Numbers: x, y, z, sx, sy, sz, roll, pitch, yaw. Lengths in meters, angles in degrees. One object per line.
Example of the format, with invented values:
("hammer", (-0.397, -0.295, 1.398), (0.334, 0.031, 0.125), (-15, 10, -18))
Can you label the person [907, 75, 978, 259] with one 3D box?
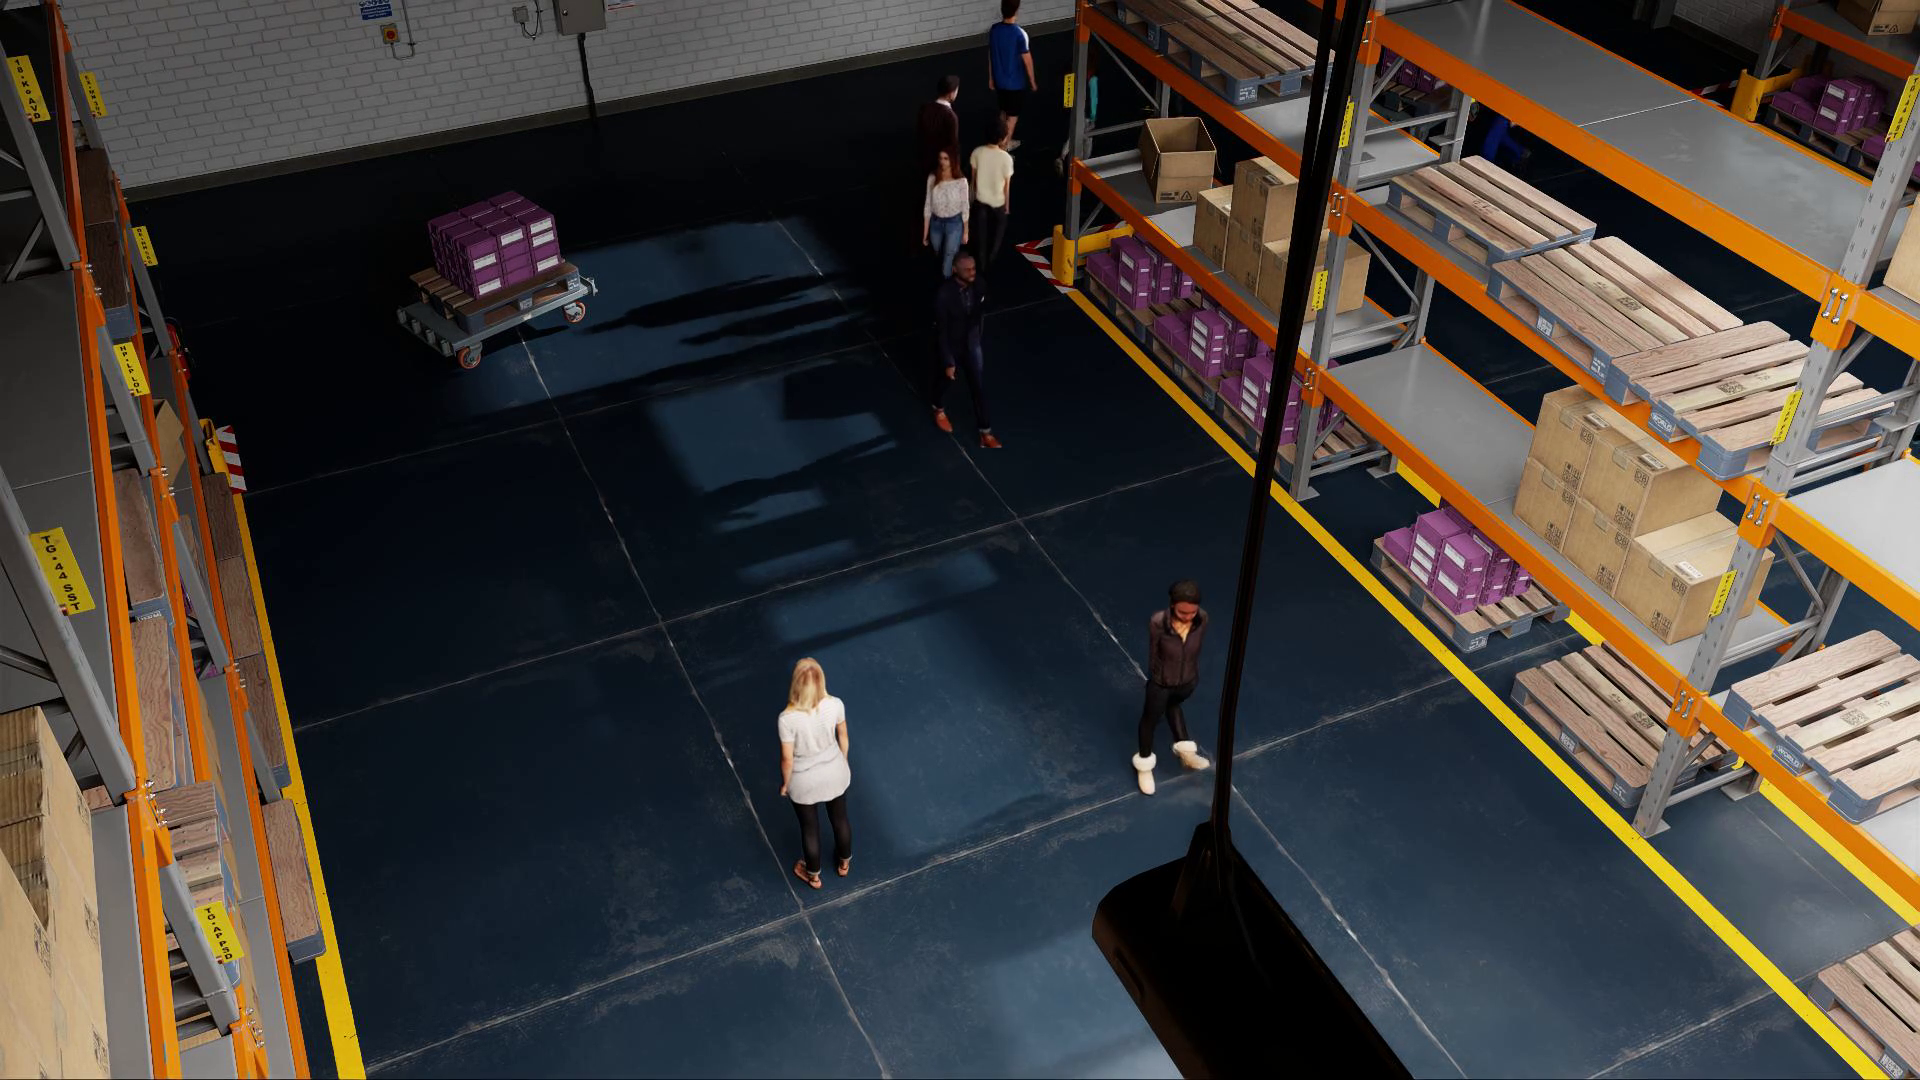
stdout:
("person", (-0.252, -3.619, 16.371), (1.239, 1.800, 1.165), (22, 44, 25))

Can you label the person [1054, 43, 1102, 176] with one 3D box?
("person", (1.266, -4.593, 17.843), (0.788, 1.486, 0.862), (-29, 47, -31))

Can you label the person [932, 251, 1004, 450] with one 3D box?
("person", (-0.066, -1.638, 13.914), (0.744, 1.773, 1.136), (-18, 42, -21))

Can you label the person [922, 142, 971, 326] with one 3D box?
("person", (-0.107, -2.963, 15.638), (1.079, 1.690, 1.146), (13, 40, 15))

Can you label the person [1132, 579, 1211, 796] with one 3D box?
("person", (1.399, 0.978, 10.729), (0.801, 1.659, 0.684), (-16, 41, -19))

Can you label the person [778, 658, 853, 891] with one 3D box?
("person", (-0.860, 1.419, 10.042), (0.601, 1.826, 0.517), (-17, 42, -20))

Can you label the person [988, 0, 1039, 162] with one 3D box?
("person", (0.496, -4.925, 17.972), (1.028, 1.843, 1.008), (22, 44, 25))

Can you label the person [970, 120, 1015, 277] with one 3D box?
("person", (0.289, -3.269, 16.118), (0.726, 1.569, 0.783), (10, 40, 13))
